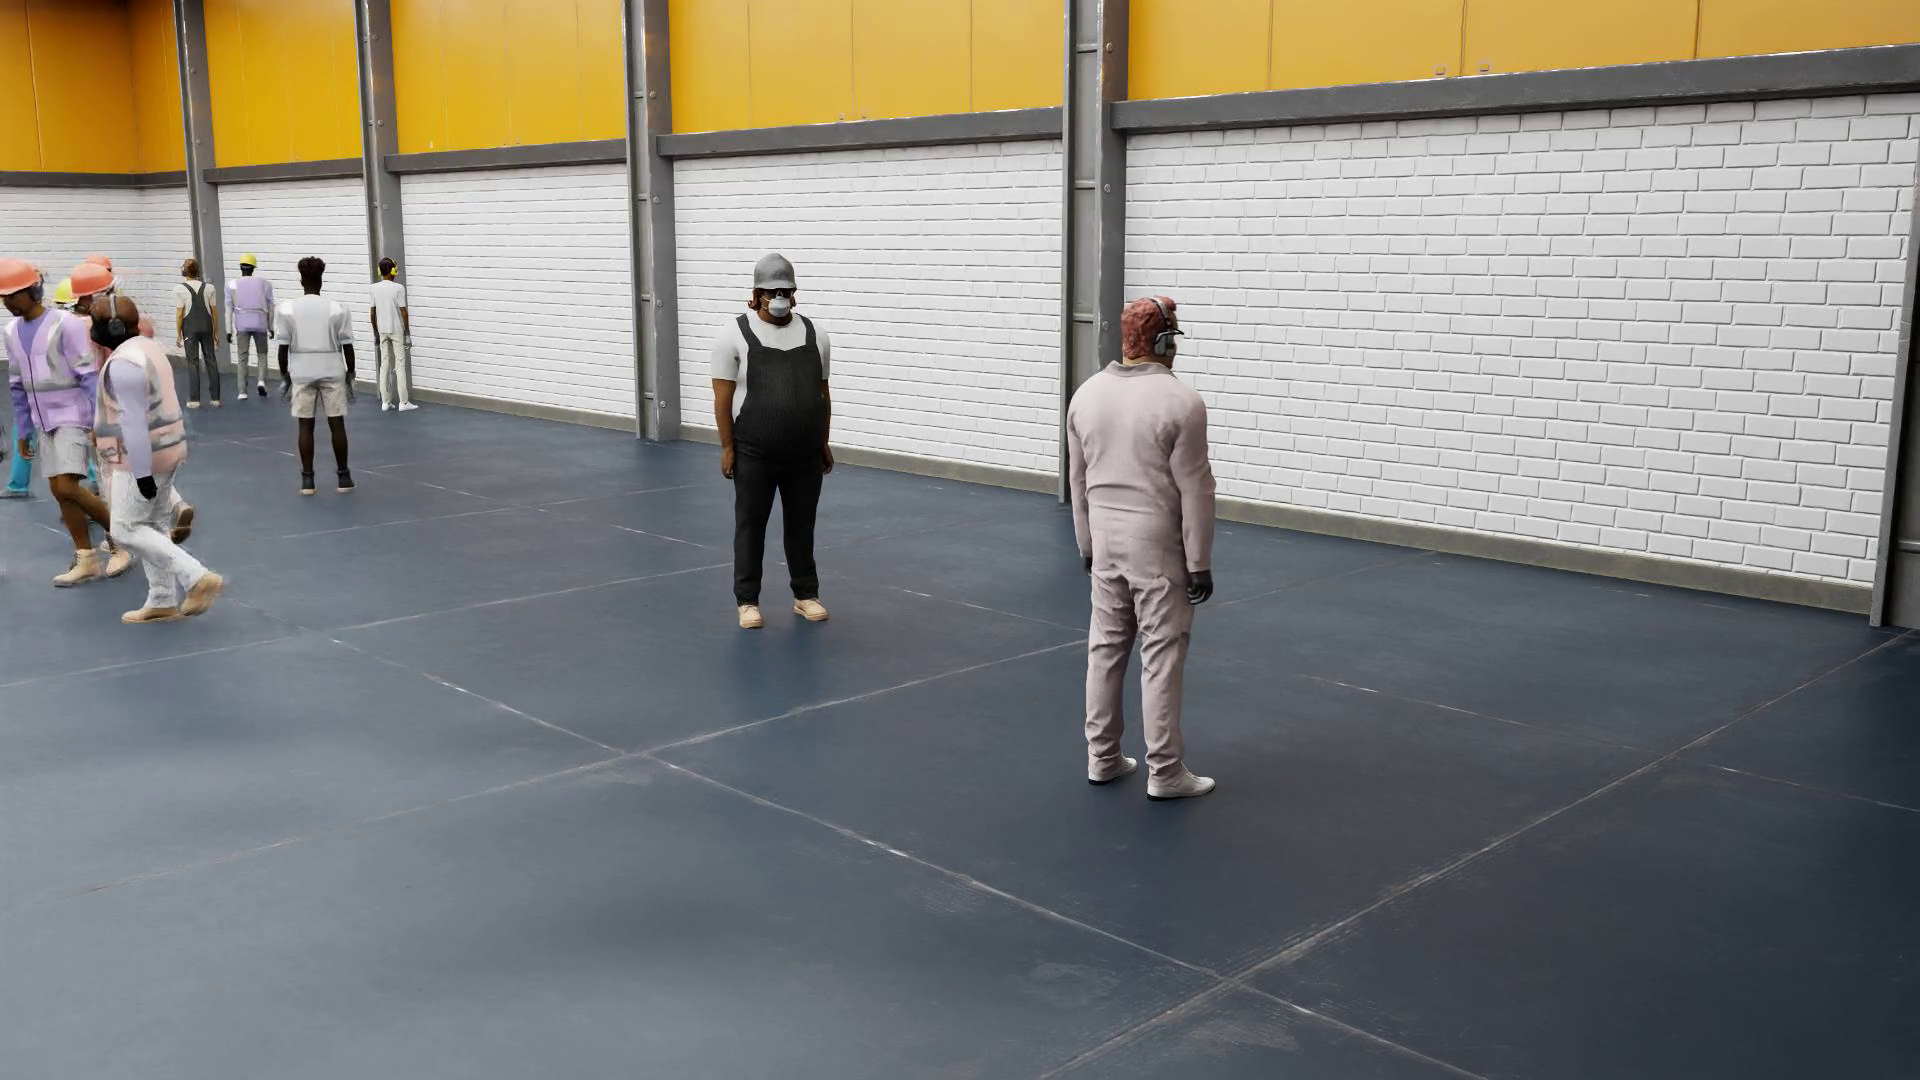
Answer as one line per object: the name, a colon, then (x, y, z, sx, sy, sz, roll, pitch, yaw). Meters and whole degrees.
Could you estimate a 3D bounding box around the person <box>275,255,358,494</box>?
person: (-5.306, -1.358, 13.753, 0.613, 1.962, 0.362, -3, 11, -16)

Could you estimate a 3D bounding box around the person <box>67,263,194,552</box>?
person: (-5.502, -0.850, 11.025, 0.682, 1.951, 0.631, 4, 11, 22)

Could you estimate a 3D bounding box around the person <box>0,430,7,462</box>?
person: (-6.078, -0.594, 9.928, 0.528, 1.832, 0.794, 0, 10, 2)

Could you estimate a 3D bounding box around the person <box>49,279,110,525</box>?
person: (-6.472, -1.000, 12.205, 0.531, 1.814, 0.626, 1, 10, 5)

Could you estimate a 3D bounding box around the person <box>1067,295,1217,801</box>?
person: (0.712, 0.034, 6.326, 0.641, 1.908, 0.407, 10, 14, 43)

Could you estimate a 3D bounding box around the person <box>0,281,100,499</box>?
person: (-7.376, -1.217, 13.445, 0.957, 1.805, 0.582, 1, 10, 4)

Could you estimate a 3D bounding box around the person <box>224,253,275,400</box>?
person: (-9.253, -2.779, 21.681, 0.608, 1.898, 0.496, -4, 11, -23)

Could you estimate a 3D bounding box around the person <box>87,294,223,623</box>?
person: (-4.393, -0.416, 9.025, 0.523, 1.828, 0.620, -2, 11, -10)

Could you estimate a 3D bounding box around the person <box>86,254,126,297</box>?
person: (-9.081, -2.069, 17.720, 0.362, 1.934, 0.543, -1, 10, -4)

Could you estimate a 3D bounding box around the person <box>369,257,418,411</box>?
person: (-6.923, -2.505, 20.290, 0.508, 1.865, 0.328, 2, 11, 11)

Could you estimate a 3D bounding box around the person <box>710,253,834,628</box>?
person: (-0.983, -0.541, 9.096, 0.689, 2.000, 0.539, -5, 12, -26)

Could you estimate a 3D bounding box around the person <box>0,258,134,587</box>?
person: (-5.475, -0.698, 10.078, 0.683, 1.995, 0.580, 5, 11, 23)

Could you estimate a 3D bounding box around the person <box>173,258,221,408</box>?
person: (-9.440, -2.551, 20.585, 0.506, 1.847, 0.343, -9, 14, -40)
